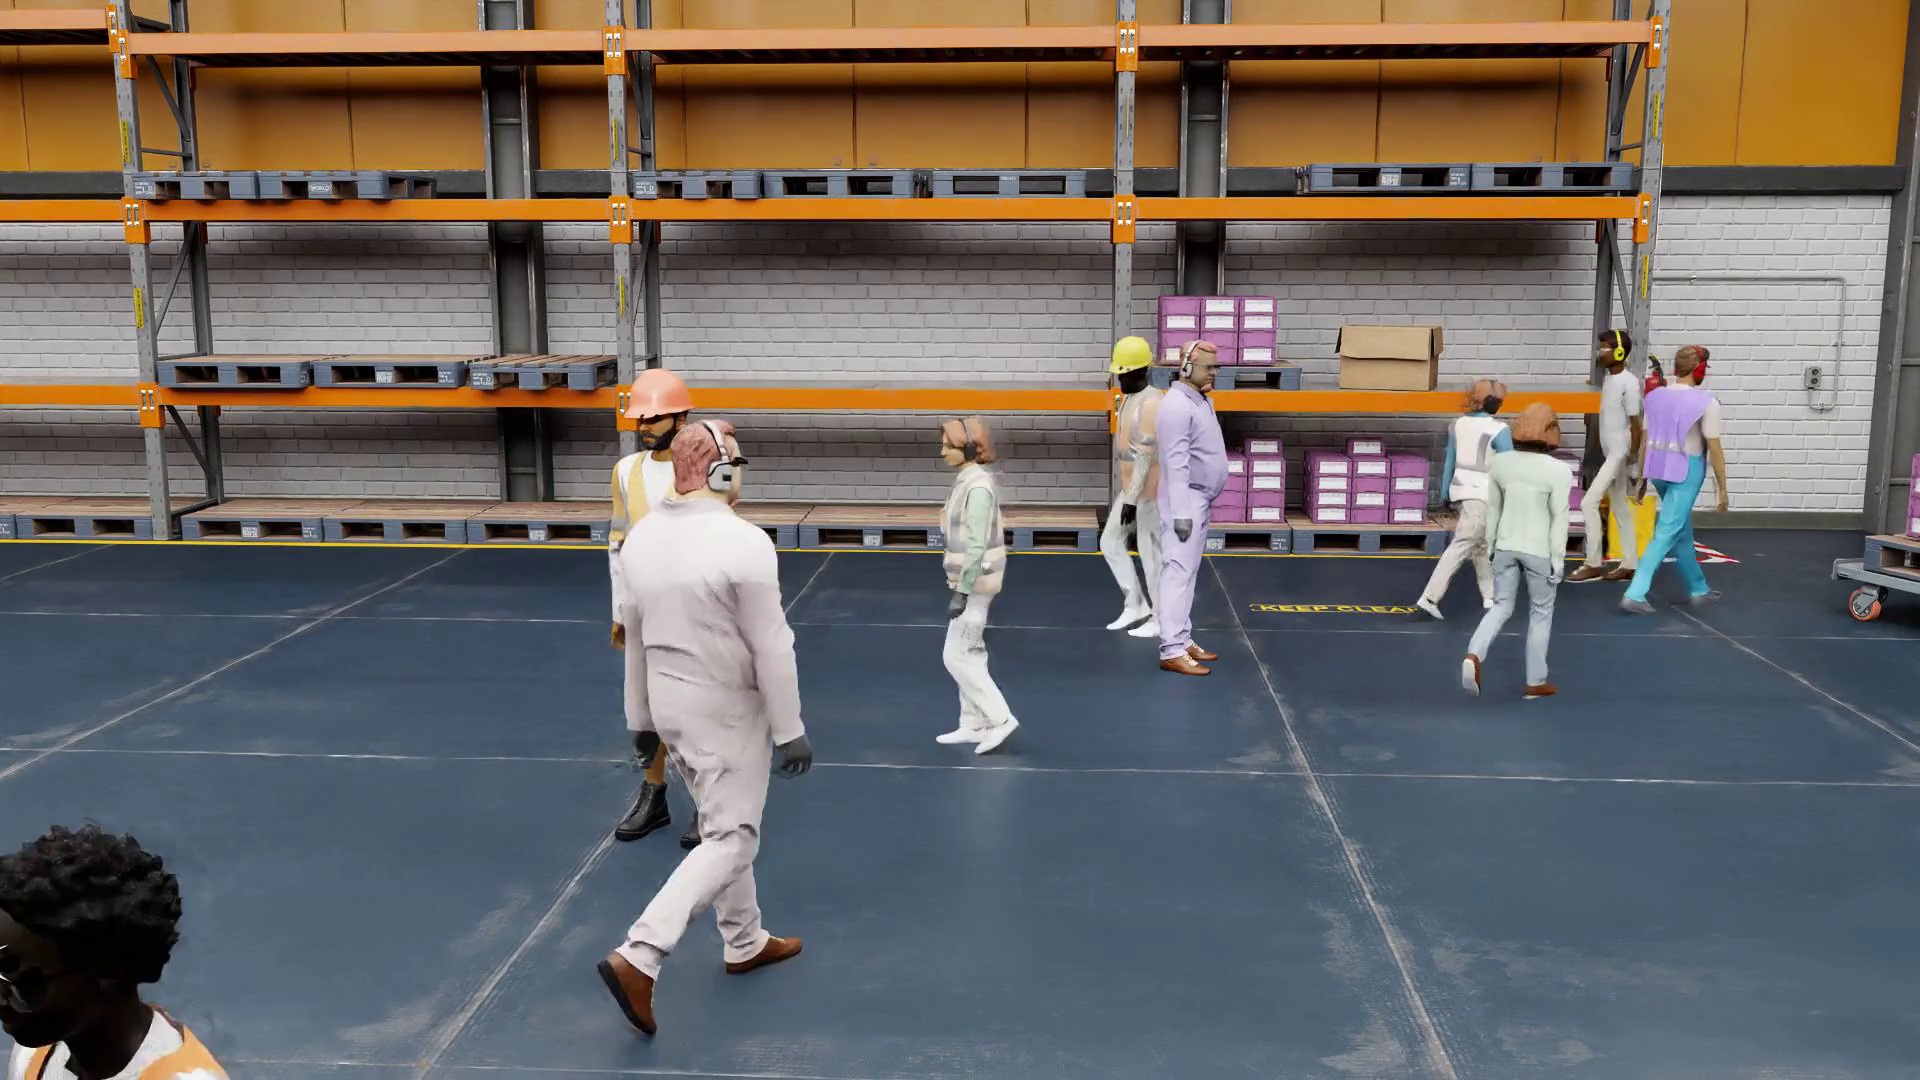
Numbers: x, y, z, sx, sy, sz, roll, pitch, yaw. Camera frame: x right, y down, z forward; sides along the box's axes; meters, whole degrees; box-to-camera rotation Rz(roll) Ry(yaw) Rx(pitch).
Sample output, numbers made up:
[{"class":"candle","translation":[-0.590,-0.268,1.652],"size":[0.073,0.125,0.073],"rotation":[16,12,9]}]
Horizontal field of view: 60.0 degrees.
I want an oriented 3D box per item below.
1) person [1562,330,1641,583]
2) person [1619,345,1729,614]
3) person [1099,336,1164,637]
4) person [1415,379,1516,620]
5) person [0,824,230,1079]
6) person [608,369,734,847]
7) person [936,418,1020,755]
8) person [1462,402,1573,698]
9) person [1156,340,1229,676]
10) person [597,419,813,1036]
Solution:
[{"class":"person","translation":[4.683,-0.602,12.133],"size":[0.729,1.843,0.505],"rotation":[2,10,10]},{"class":"person","translation":[4.812,-0.399,11.112],"size":[0.991,1.792,0.587],"rotation":[-4,10,-22]},{"class":"person","translation":[1.115,-0.318,10.349],"size":[0.543,1.887,0.609],"rotation":[-2,10,-12]},{"class":"person","translation":[3.354,-0.272,10.961],"size":[0.907,1.589,0.504],"rotation":[-4,11,-23]},{"class":"person","translation":[-1.163,1.189,2.200],"size":[0.853,1.656,0.548],"rotation":[-10,14,-44]},{"class":"person","translation":[-1.175,0.279,6.706],"size":[0.552,1.936,0.360],"rotation":[3,10,19]},{"class":"person","translation":[0.047,0.227,7.940],"size":[0.384,1.624,0.530],"rotation":[-1,10,-8]},{"class":"person","translation":[2.966,0.077,8.837],"size":[0.641,1.619,0.501],"rotation":[-8,13,-40]},{"class":"person","translation":[1.339,-0.193,9.577],"size":[0.402,1.904,0.638],"rotation":[3,10,18]},{"class":"person","translation":[-0.828,0.562,5.233],"size":[0.653,1.881,0.836],"rotation":[9,13,43]}]
